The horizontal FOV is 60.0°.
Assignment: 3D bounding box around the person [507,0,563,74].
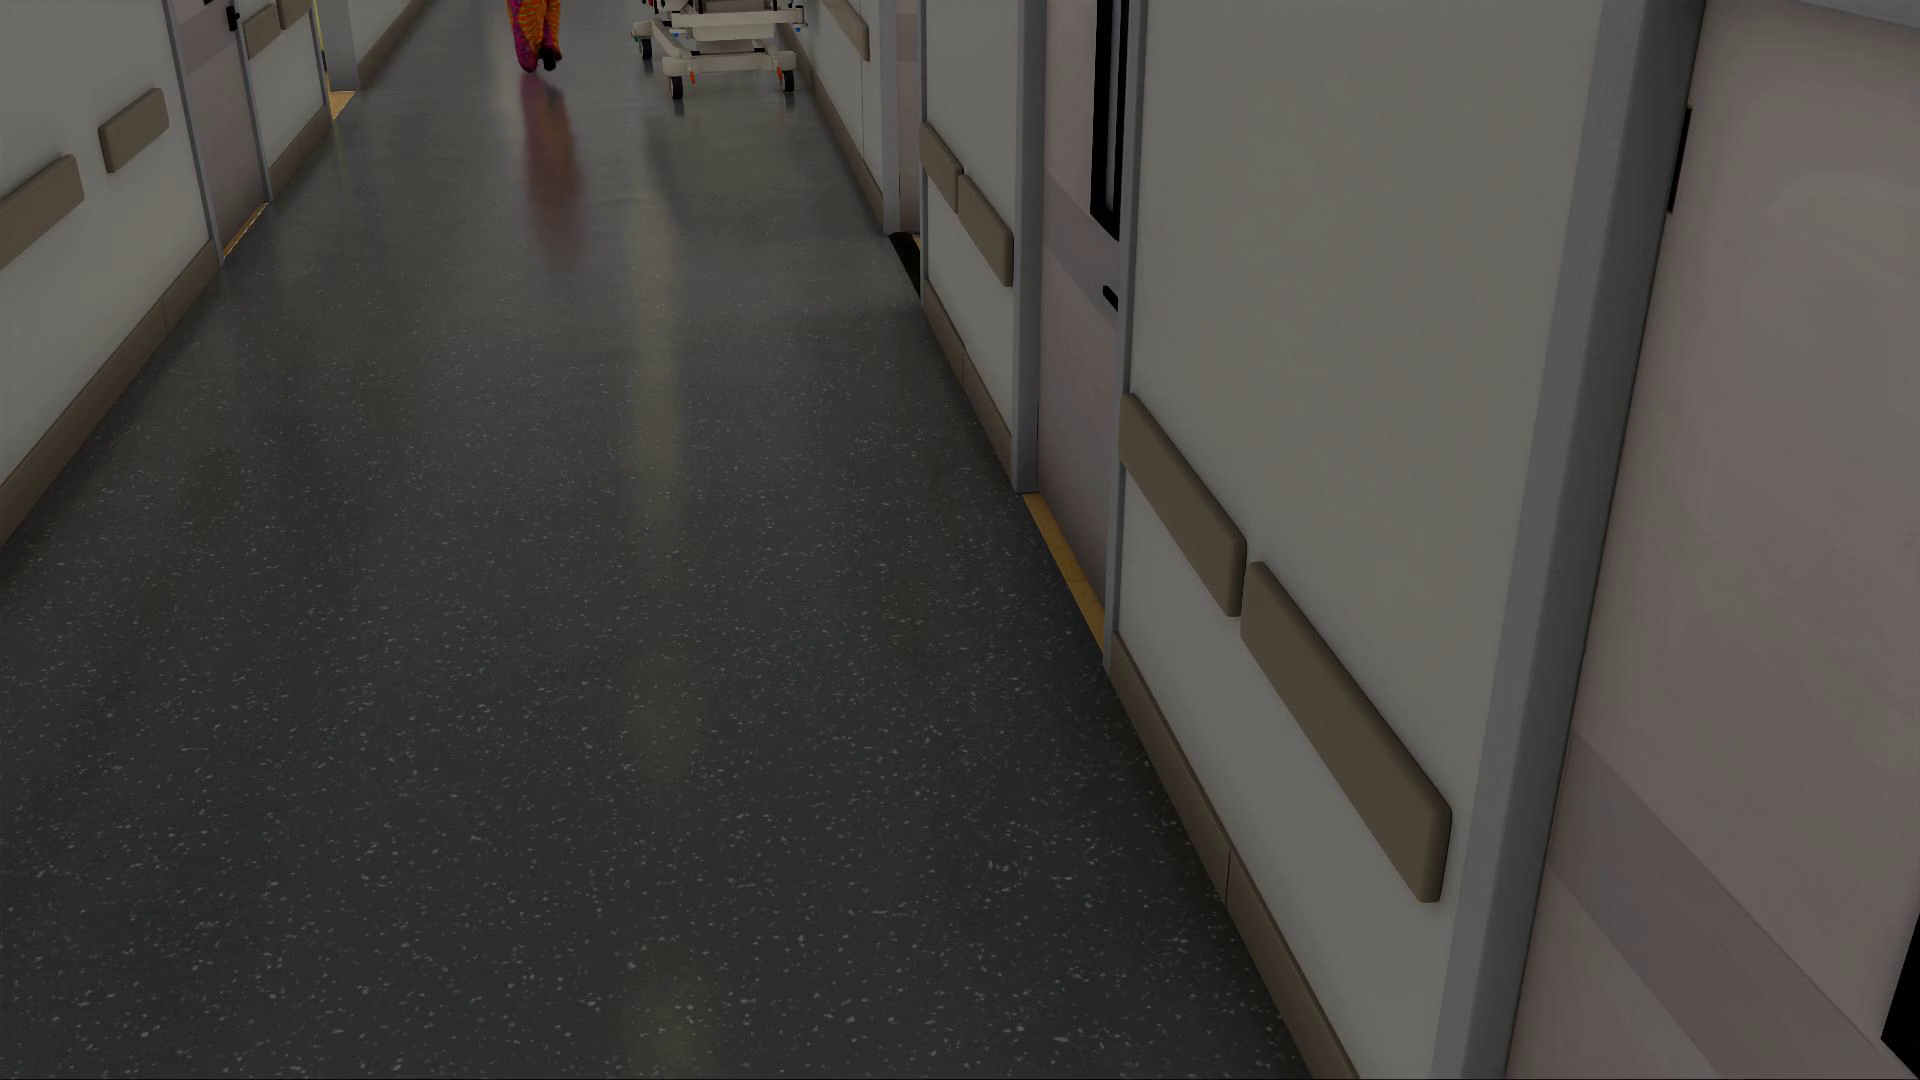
[{"bbox_3d":[-3.394,-4.510,13.108,0.957,1.650,0.717,-6,26,-13],"label":"person"}]
